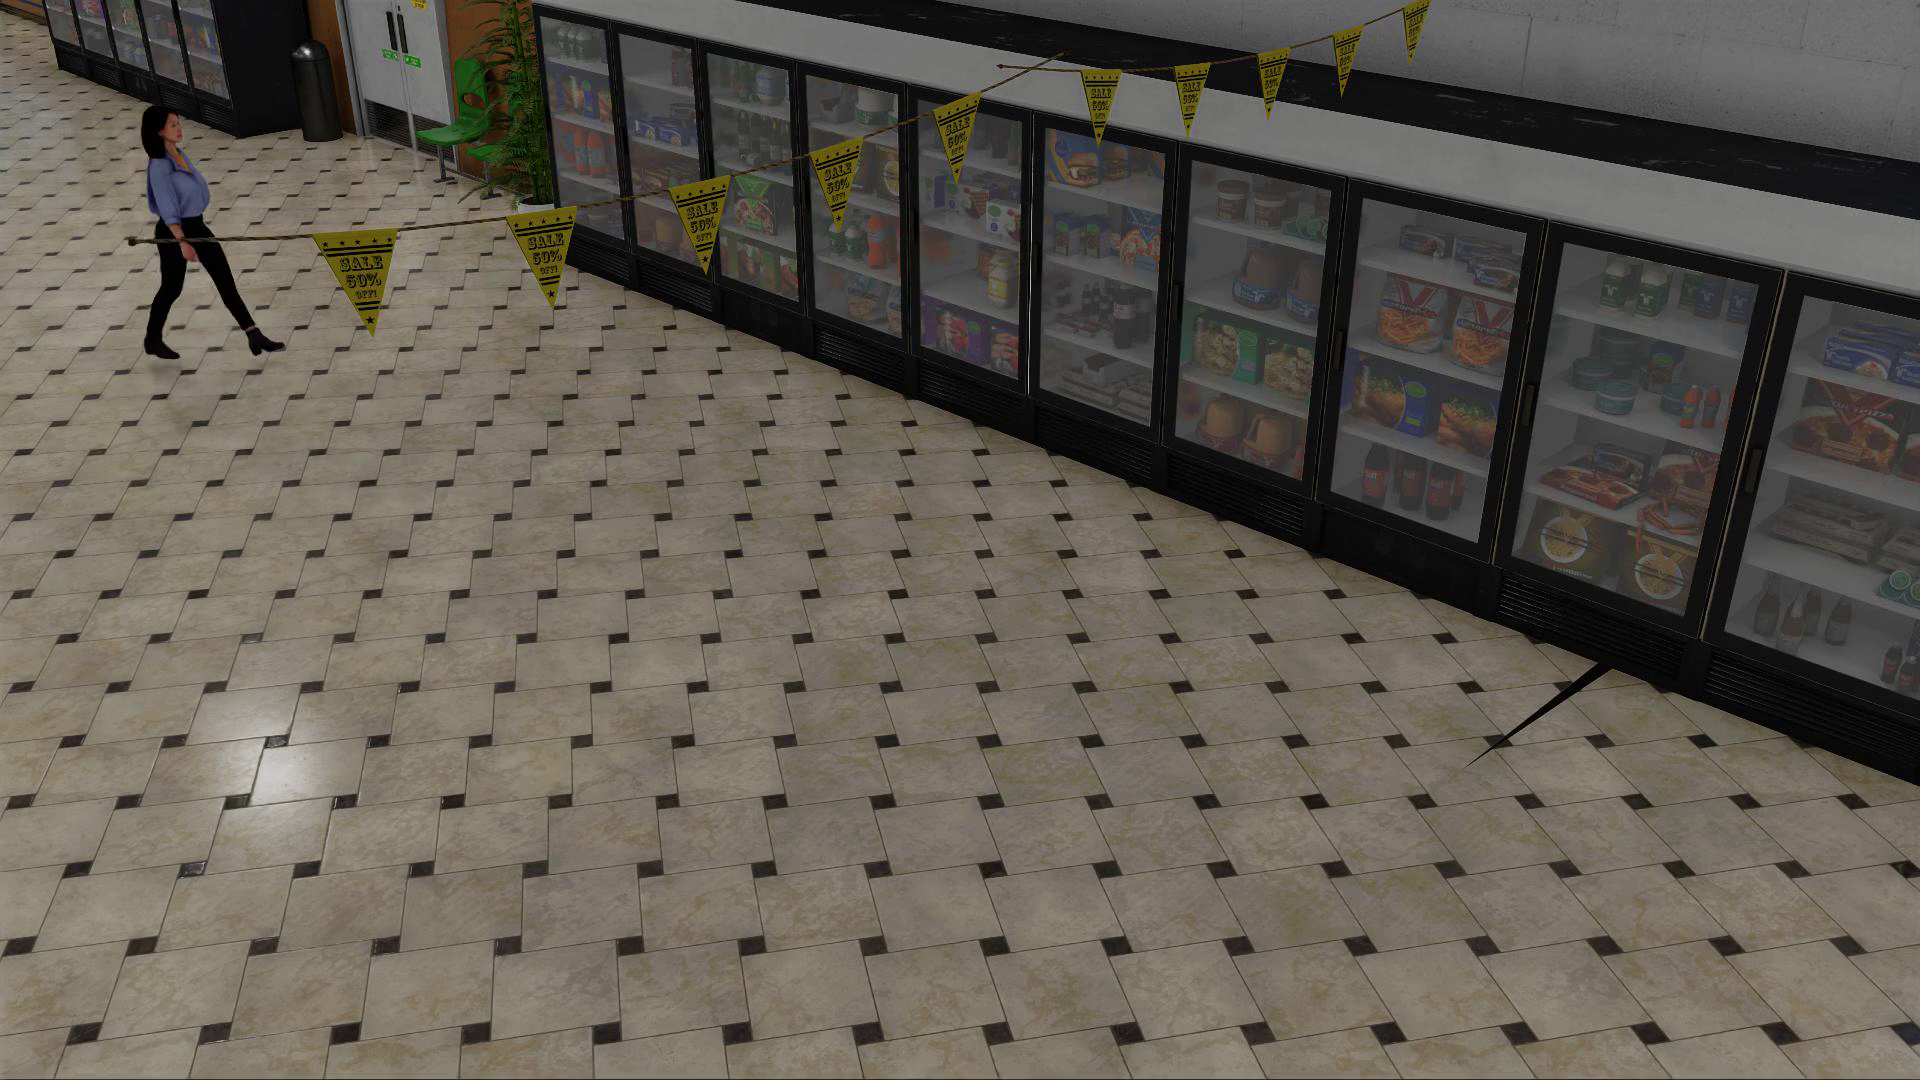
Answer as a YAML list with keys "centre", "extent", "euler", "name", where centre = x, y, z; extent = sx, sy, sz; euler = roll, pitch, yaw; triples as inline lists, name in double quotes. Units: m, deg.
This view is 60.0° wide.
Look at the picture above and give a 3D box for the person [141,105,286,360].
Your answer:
- centre: [-5.171, -1.942, 10.896]
  extent: [1.204, 1.691, 1.174]
  euler: [1, 27, 3]
  name: "person"
